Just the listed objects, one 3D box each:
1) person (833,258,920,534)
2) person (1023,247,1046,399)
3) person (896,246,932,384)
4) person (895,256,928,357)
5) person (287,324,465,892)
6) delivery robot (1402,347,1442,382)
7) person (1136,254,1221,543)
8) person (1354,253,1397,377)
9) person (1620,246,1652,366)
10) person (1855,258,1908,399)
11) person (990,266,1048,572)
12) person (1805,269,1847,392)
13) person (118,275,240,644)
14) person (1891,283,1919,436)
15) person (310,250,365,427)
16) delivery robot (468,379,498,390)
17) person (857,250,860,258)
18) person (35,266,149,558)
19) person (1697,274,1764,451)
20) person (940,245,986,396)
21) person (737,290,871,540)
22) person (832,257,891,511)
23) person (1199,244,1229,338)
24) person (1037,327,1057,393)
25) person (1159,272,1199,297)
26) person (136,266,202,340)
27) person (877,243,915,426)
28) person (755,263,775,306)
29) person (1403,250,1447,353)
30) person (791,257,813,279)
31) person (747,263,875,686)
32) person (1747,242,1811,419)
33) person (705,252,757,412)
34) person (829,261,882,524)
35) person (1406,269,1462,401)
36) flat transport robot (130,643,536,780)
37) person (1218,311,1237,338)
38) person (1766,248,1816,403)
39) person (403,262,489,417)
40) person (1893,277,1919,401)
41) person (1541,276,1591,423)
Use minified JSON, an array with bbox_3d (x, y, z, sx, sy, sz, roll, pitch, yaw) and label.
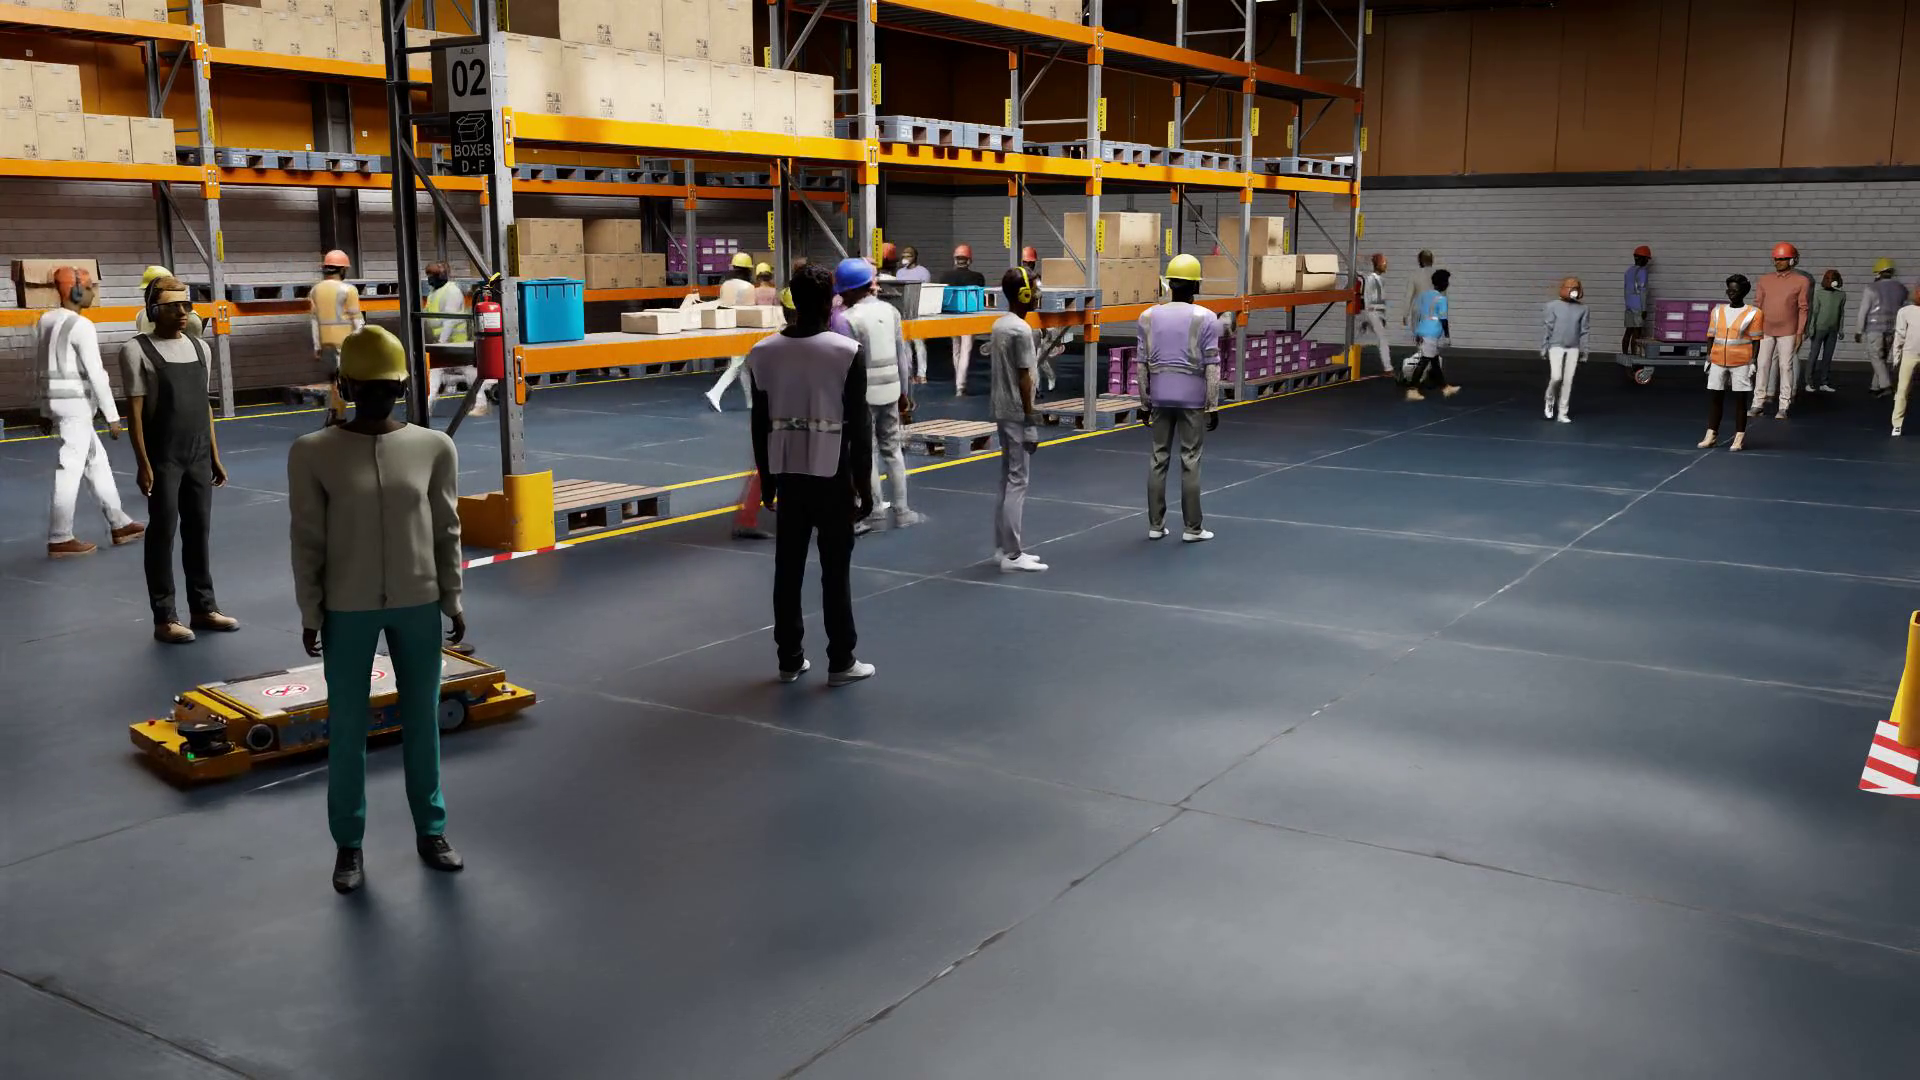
[{"bbox_3d":[-0.575,-0.988,11.523,0.376,1.909,0.768,9,13,39],"label":"person"},{"bbox_3d":[0.862,-2.743,21.149,0.550,1.937,0.384,-5,11,-24],"label":"person"},{"bbox_3d":[-0.677,-3.171,23.488,0.637,1.936,0.355,8,13,38],"label":"person"},{"bbox_3d":[-0.847,-4.082,28.919,0.615,1.814,0.406,8,13,38],"label":"person"},{"bbox_3d":[-1.817,0.209,5.240,0.523,1.767,0.313,-6,12,-31],"label":"person"},{"bbox_3d":[6.342,-2.402,22.799,0.477,0.478,0.707,7,12,34],"label":"delivery robot"},{"bbox_3d":[1.469,-0.940,11.156,0.588,1.927,0.371,6,12,29],"label":"person"},{"bbox_3d":[6.112,-3.350,24.798,0.994,1.846,0.605,5,11,27],"label":"person"},{"bbox_3d":[10.811,-3.718,26.538,0.365,1.932,0.543,-2,10,-9],"label":"person"},{"bbox_3d":[11.860,-2.700,21.328,0.617,1.801,0.811,-1,10,-3],"label":"person"},{"bbox_3d":[0.363,-0.733,10.186,0.353,1.868,0.525,-3,11,-16],"label":"person"},{"bbox_3d":[11.569,-2.788,22.206,0.501,1.633,0.281,-1,10,-8],"label":"person"},{"bbox_3d":[-3.965,-0.410,8.446,0.345,1.846,0.507,4,11,23],"label":"person"},{"bbox_3d":[9.881,-1.865,17.125,0.493,1.626,0.285,4,11,23],"label":"person"},{"bbox_3d":[-6.454,-2.050,17.333,0.566,1.921,0.467,4,11,23],"label":"person"},{"bbox_3d":[-5.777,-2.020,20.684,0.707,0.478,0.477,5,11,26],"label":"delivery robot"},{"bbox_3d":[-1.598,-3.970,28.103,0.316,1.870,0.525,-5,11,-25],"label":"person"},{"bbox_3d":[-5.608,-0.838,10.793,0.619,1.849,0.876,8,13,37],"label":"person"},{"bbox_3d":[7.429,-1.702,16.014,0.320,1.697,0.532,-9,14,-41],"label":"person"},{"bbox_3d":[0.071,-2.875,21.825,0.629,1.939,1.010,4,11,20],"label":"person"},{"bbox_3d":[-1.091,-0.836,11.155,0.902,1.718,0.535,-2,10,-11],"label":"person"},{"bbox_3d":[-0.737,-1.167,12.506,0.402,1.900,0.647,-8,13,-36],"label":"person"},{"bbox_3d":[4.075,-3.605,25.804,1.026,1.977,0.749,-8,13,-37],"label":"person"},{"bbox_3d":[0.993,-2.749,22.004,0.443,1.616,0.545,-9,14,-42],"label":"person"},{"bbox_3d":[3.019,-3.048,23.100,0.626,1.837,0.428,0,10,2],"label":"person"},{"bbox_3d":[-6.248,-1.247,13.159,0.590,1.823,0.405,3,11,16],"label":"person"},{"bbox_3d":[-0.834,-2.157,17.710,0.616,2.005,1.035,6,12,28],"label":"person"},{"bbox_3d":[-2.512,-2.654,21.220,0.542,1.725,0.818,-4,11,-20],"label":"person"},{"bbox_3d":[6.988,-3.409,24.992,0.643,1.882,0.984,-2,10,-9],"label":"person"},{"bbox_3d":[-1.851,-2.402,19.531,0.633,1.825,0.545,7,12,33],"label":"person"},{"bbox_3d":[-0.671,-0.287,7.562,0.590,1.919,0.392,4,11,20],"label":"person"},{"bbox_3d":[9.297,-2.374,18.913,0.378,1.995,0.612,-10,14,-44],"label":"person"},{"bbox_3d":[-2.678,-2.460,19.723,0.928,1.892,0.597,-10,14,-43],"label":"person"},{"bbox_3d":[-0.899,-0.976,11.473,0.677,1.908,0.555,-5,12,-27],"label":"person"},{"bbox_3d":[6.038,-2.583,21.006,0.831,1.648,0.538,-1,10,-7],"label":"person"},{"bbox_3d":[-2.546,0.669,6.829,1.431,0.197,0.652,-10,14,-44],"label":"flat transport robot"},{"bbox_3d":[4.113,-3.280,25.025,0.863,1.586,0.546,-4,11,-21],"label":"person"},{"bbox_3d":[10.267,-2.669,20.703,0.635,1.936,0.356,1,10,6],"label":"person"},{"bbox_3d":[-5.822,-2.254,18.878,0.629,1.783,1.015,10,14,43],"label":"person"},{"bbox_3d":[12.034,-2.610,20.537,0.800,1.885,0.529,3,11,15],"label":"person"},{"bbox_3d":[6.720,-2.104,18.430,0.533,1.618,0.345,0,10,-3],"label":"person"}]
